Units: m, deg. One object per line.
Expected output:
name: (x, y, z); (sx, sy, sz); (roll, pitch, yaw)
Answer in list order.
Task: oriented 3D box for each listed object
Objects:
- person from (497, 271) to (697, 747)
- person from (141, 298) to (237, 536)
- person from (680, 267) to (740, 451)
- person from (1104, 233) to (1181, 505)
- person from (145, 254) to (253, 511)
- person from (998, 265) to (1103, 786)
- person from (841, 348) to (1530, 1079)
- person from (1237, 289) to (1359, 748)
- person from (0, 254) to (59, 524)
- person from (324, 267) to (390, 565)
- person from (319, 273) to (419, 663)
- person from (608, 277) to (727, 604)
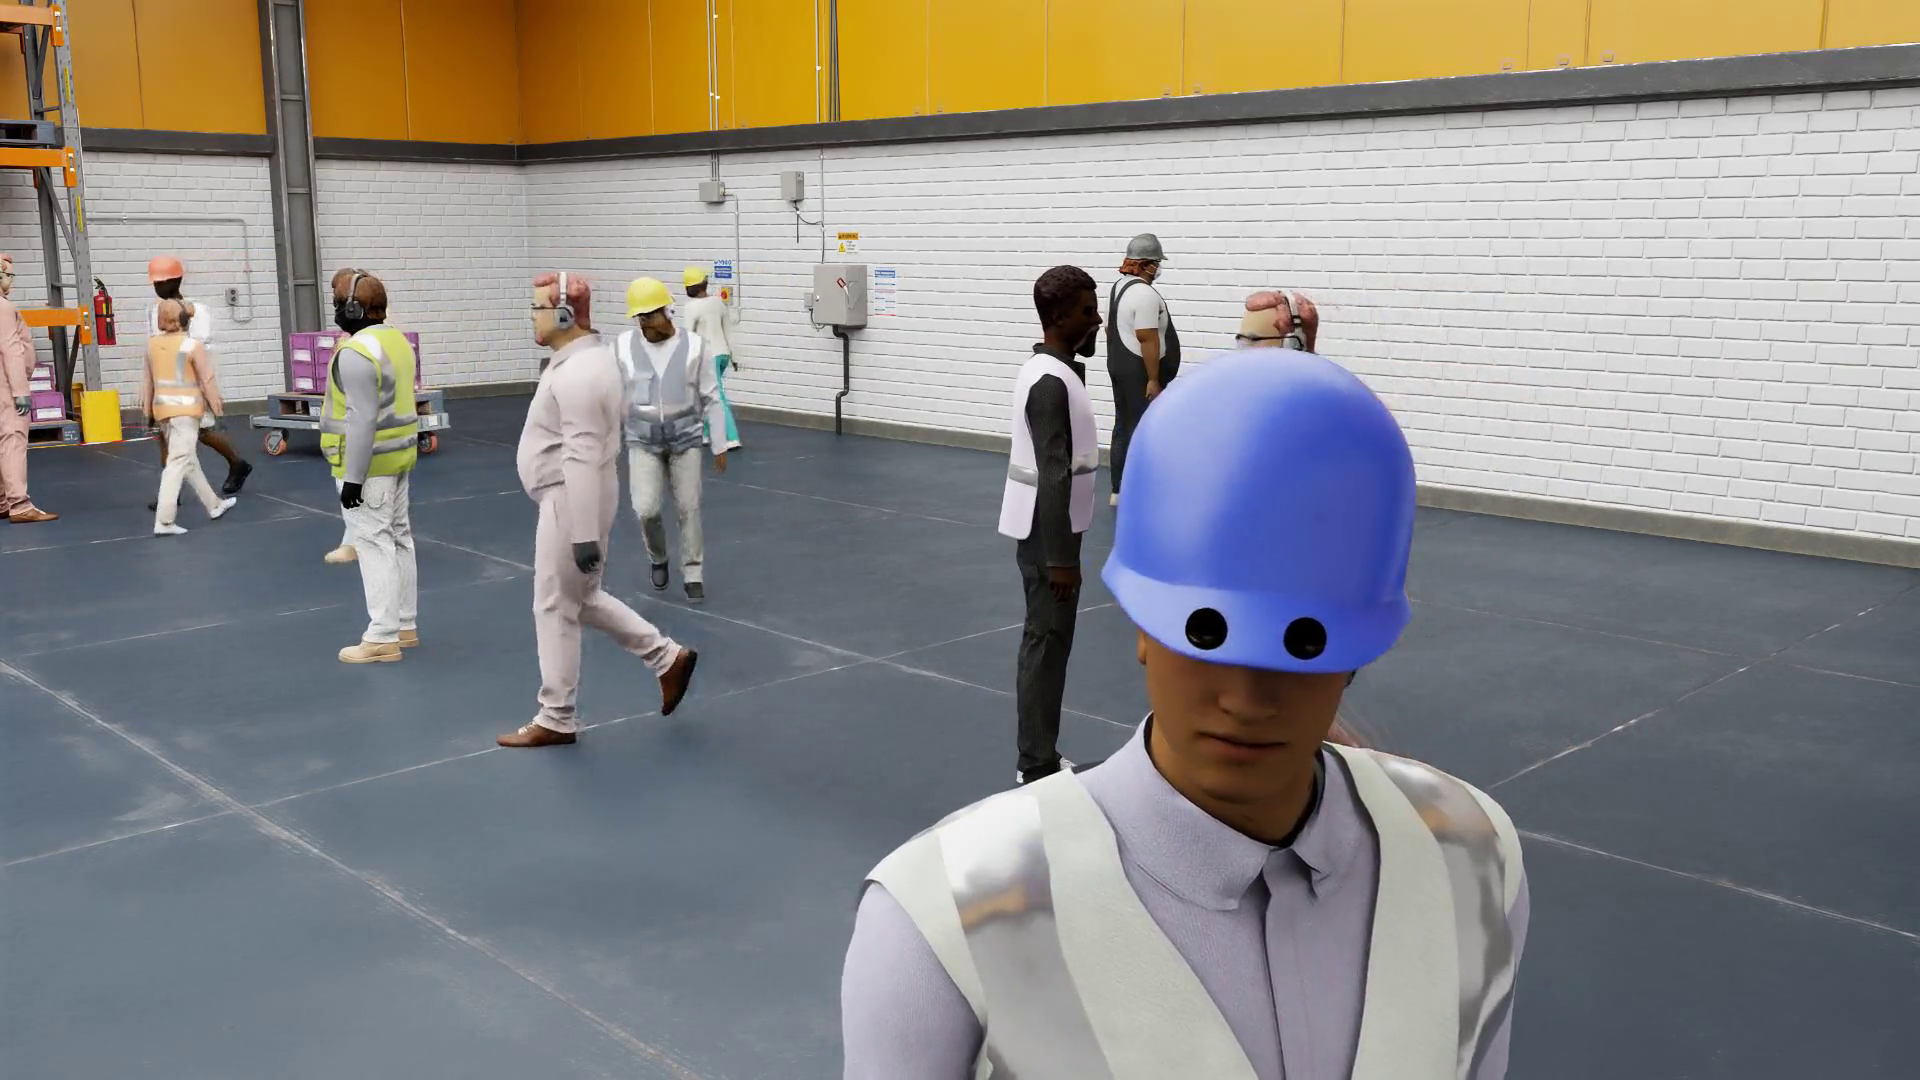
person: (-1.471, -0.117, 6.592); (0.709, 1.889, 0.653); (-1, 10, -6)
person: (-5.298, -0.852, 11.419); (0.543, 1.588, 0.886); (4, 11, 21)
person: (-2.378, -1.698, 15.671); (0.854, 1.718, 0.545); (6, 12, 31)
person: (1.361, -1.234, 12.273); (0.537, 2.000, 0.689); (-3, 11, -17)
person: (-5.758, -1.198, 12.500); (0.545, 1.903, 0.881); (3, 11, 16)
person: (0.330, -0.007, 5.918); (0.391, 1.919, 0.590); (0, 10, 1)
person: (0.196, 0.816, 1.355); (0.615, 1.942, 0.397); (-4, 11, -22)
person: (1.038, 0.182, 5.019); (0.887, 1.877, 0.651); (-4, 11, -19)
person: (-6.738, -1.066, 11.741); (0.639, 1.904, 0.410); (7, 13, 35)
person: (-3.759, -0.771, 10.349); (0.542, 1.824, 0.693); (-4, 11, -23)
person: (-2.814, -0.341, 7.944); (0.429, 1.842, 0.634); (0, 10, 1)
person: (-1.606, -0.534, 9.110); (0.669, 1.800, 0.451); (-2, 11, -9)
